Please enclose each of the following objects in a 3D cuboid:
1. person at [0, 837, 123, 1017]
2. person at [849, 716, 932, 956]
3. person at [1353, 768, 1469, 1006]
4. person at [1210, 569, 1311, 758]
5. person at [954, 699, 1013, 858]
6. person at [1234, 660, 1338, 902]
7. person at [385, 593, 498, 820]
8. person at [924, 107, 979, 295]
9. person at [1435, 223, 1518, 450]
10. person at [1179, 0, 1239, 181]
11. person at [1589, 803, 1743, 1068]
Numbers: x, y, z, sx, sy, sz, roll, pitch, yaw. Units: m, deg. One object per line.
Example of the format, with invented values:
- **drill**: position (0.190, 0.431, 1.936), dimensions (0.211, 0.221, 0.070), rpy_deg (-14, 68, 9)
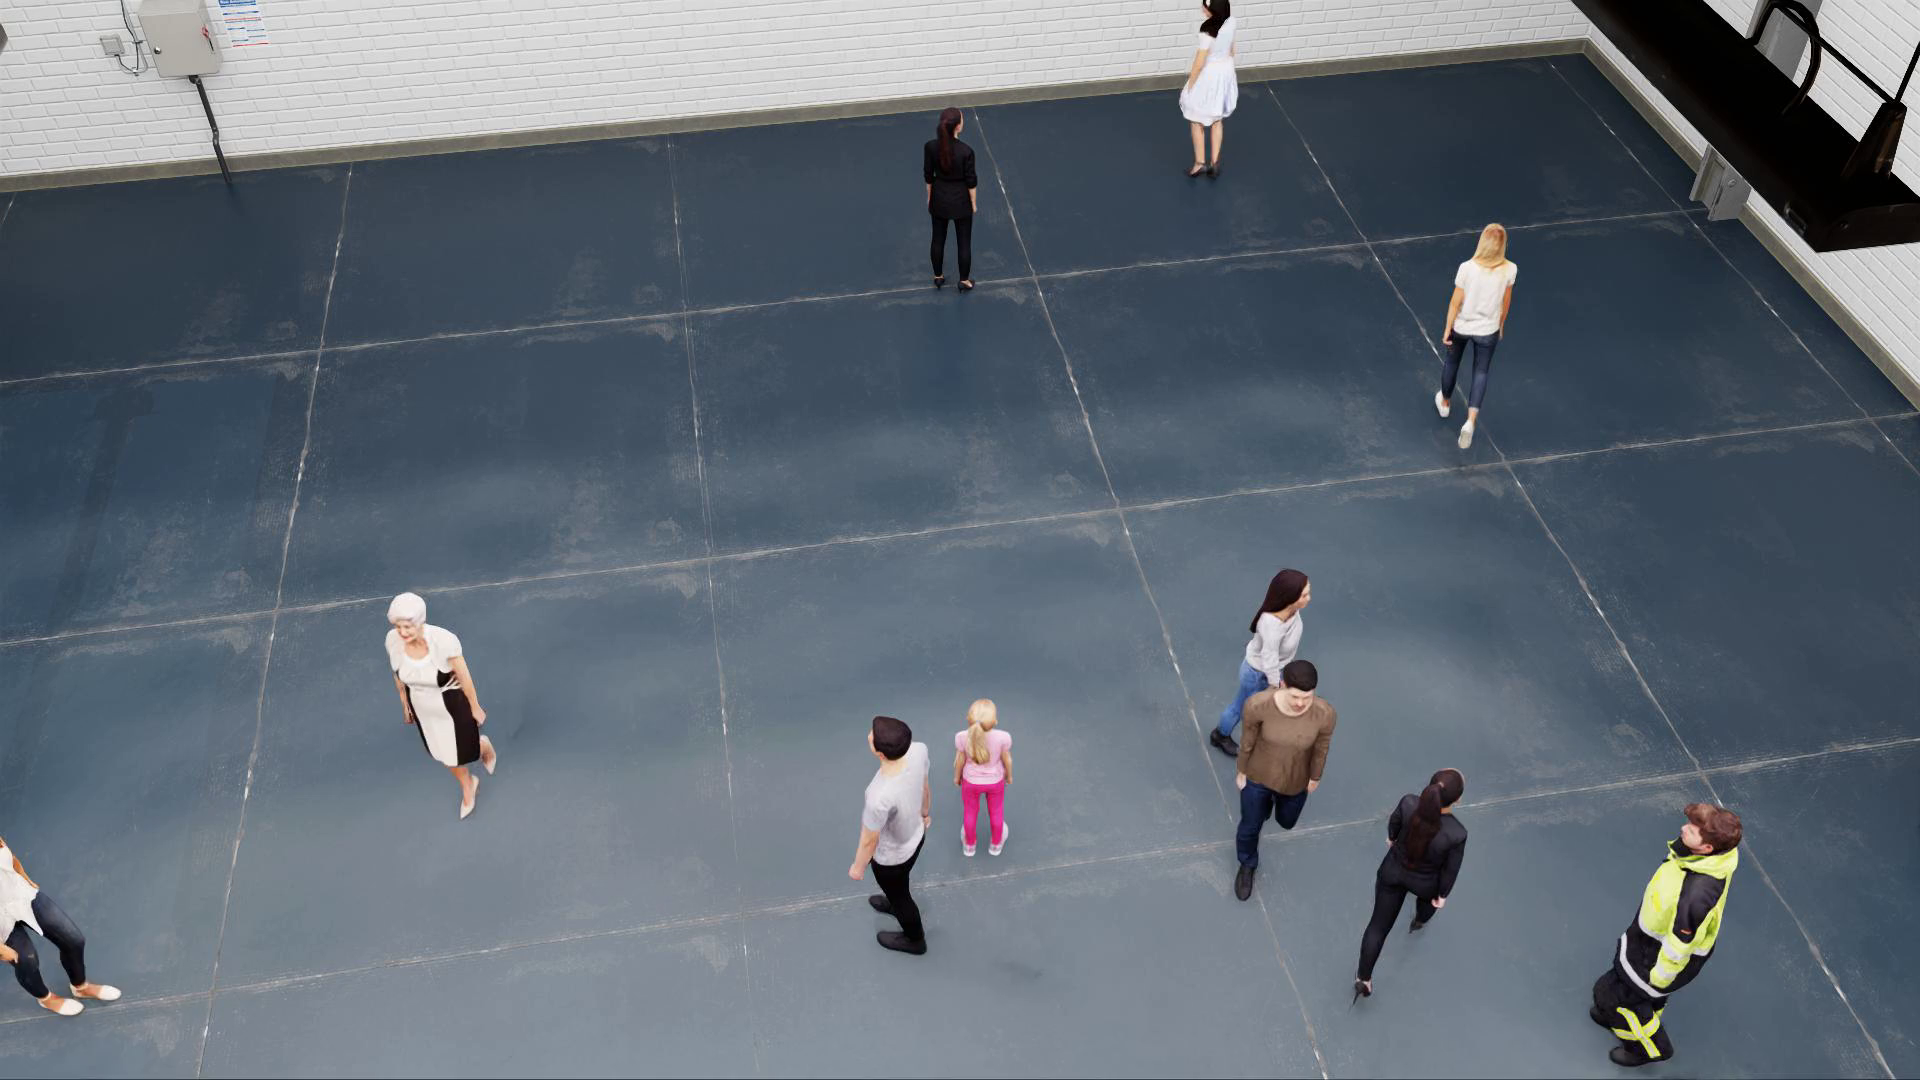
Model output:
- **person**: position (-5.007, 1.933, 8.622), dimensions (0.782, 1.773, 0.708), rpy_deg (7, 44, 7)
- **person**: position (-0.267, 1.641, 8.870), dimensions (0.876, 1.852, 0.790), rpy_deg (15, 46, 15)
- **person**: position (2.348, 1.837, 8.798), dimensions (1.033, 1.668, 1.067), rpy_deg (29, 51, 27)
- **person**: position (1.747, 0.753, 9.984), dimensions (0.969, 1.602, 0.931), rpy_deg (23, 48, 22)
- **person**: position (0.132, 1.365, 9.581), dimensions (0.530, 1.271, 0.545), rpy_deg (1, 44, 1)
- **person**: position (1.772, 1.225, 9.298), dimensions (0.864, 1.865, 1.063), rpy_deg (8, 44, 8)
- **person**: position (-2.985, 0.909, 9.717), dimensions (0.780, 1.744, 0.876), rpy_deg (7, 44, 7)
- **person**: position (-0.077, -2.762, 13.630), dimensions (0.688, 1.662, 0.705), rpy_deg (14, 45, 14)
- **person**: position (3.782, -1.478, 12.190), dimensions (0.842, 1.789, 1.100), rpy_deg (7, 44, 7)
- **person**: position (2.261, -4.083, 14.914), dimensions (0.809, 1.804, 0.866), rpy_deg (-13, 45, -14)
- **person**: position (3.670, 2.026, 8.379), dimensions (0.986, 1.971, 0.908), rpy_deg (20, 47, 20)
